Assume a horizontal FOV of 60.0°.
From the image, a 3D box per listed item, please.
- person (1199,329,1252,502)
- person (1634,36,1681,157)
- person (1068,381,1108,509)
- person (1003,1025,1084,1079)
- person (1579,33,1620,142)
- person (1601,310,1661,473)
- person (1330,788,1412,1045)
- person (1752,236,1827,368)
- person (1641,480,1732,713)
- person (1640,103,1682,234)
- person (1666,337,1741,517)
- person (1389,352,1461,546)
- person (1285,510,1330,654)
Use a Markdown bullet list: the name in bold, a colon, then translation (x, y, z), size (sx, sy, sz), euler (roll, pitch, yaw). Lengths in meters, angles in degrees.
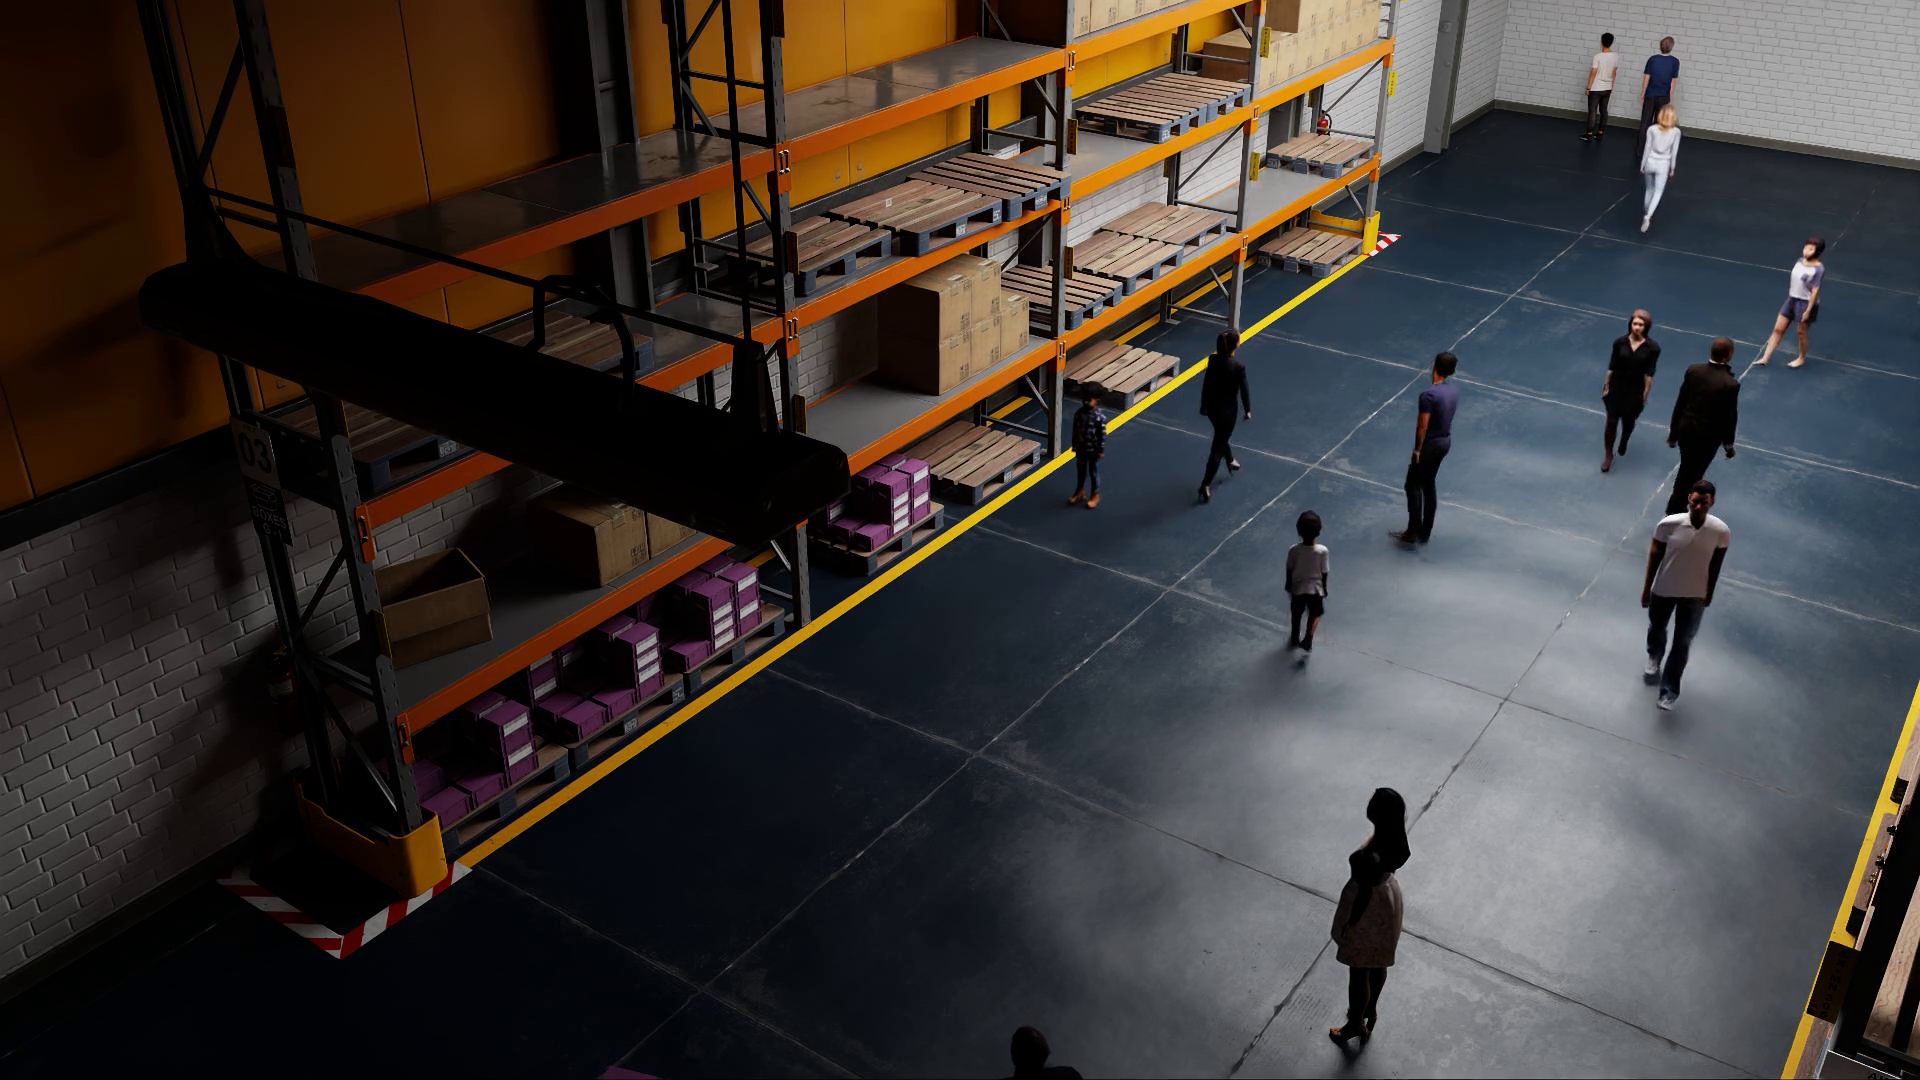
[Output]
- **person**: translation (2.444, -1.152, 15.769), size (0.708, 1.665, 1.075), euler (24, 37, 37)
- **person**: translation (11.019, -6.999, 26.274), size (0.699, 1.871, 0.603), euler (13, 31, 22)
- **person**: translation (1.223, -0.912, 15.763), size (0.498, 1.250, 0.486), euler (17, 33, 28)
- **person**: translation (0.327, 3.028, 7.946), size (0.736, 1.819, 0.851), euler (-11, 31, -20)
- **person**: translation (10.473, -7.410, 27.187), size (0.684, 1.719, 0.749), euler (-6, 29, -10)
- **person**: translation (6.557, -1.486, 16.353), size (0.605, 1.693, 0.700), euler (17, 33, 28)
- **person**: translation (2.362, 2.162, 9.580), size (0.737, 1.775, 0.607), euler (24, 36, 36)
- **person**: translation (9.485, -2.654, 18.661), size (0.974, 1.534, 0.855), euler (-10, 30, -17)
- **person**: translation (5.560, 0.355, 12.853), size (0.778, 1.813, 1.200), euler (14, 32, 24)
- **person**: translation (9.566, -5.067, 22.838), size (0.729, 1.771, 1.110), euler (12, 31, 21)
- **person**: translation (6.659, -0.915, 15.106), size (0.906, 1.886, 0.842), euler (-15, 32, -25)
- **person**: translation (4.277, -0.797, 15.040), size (0.933, 1.741, 0.641), euler (20, 34, 32)
- **person**: translation (2.804, 0.365, 13.421), size (0.638, 1.252, 0.763), euler (8, 30, 14)
